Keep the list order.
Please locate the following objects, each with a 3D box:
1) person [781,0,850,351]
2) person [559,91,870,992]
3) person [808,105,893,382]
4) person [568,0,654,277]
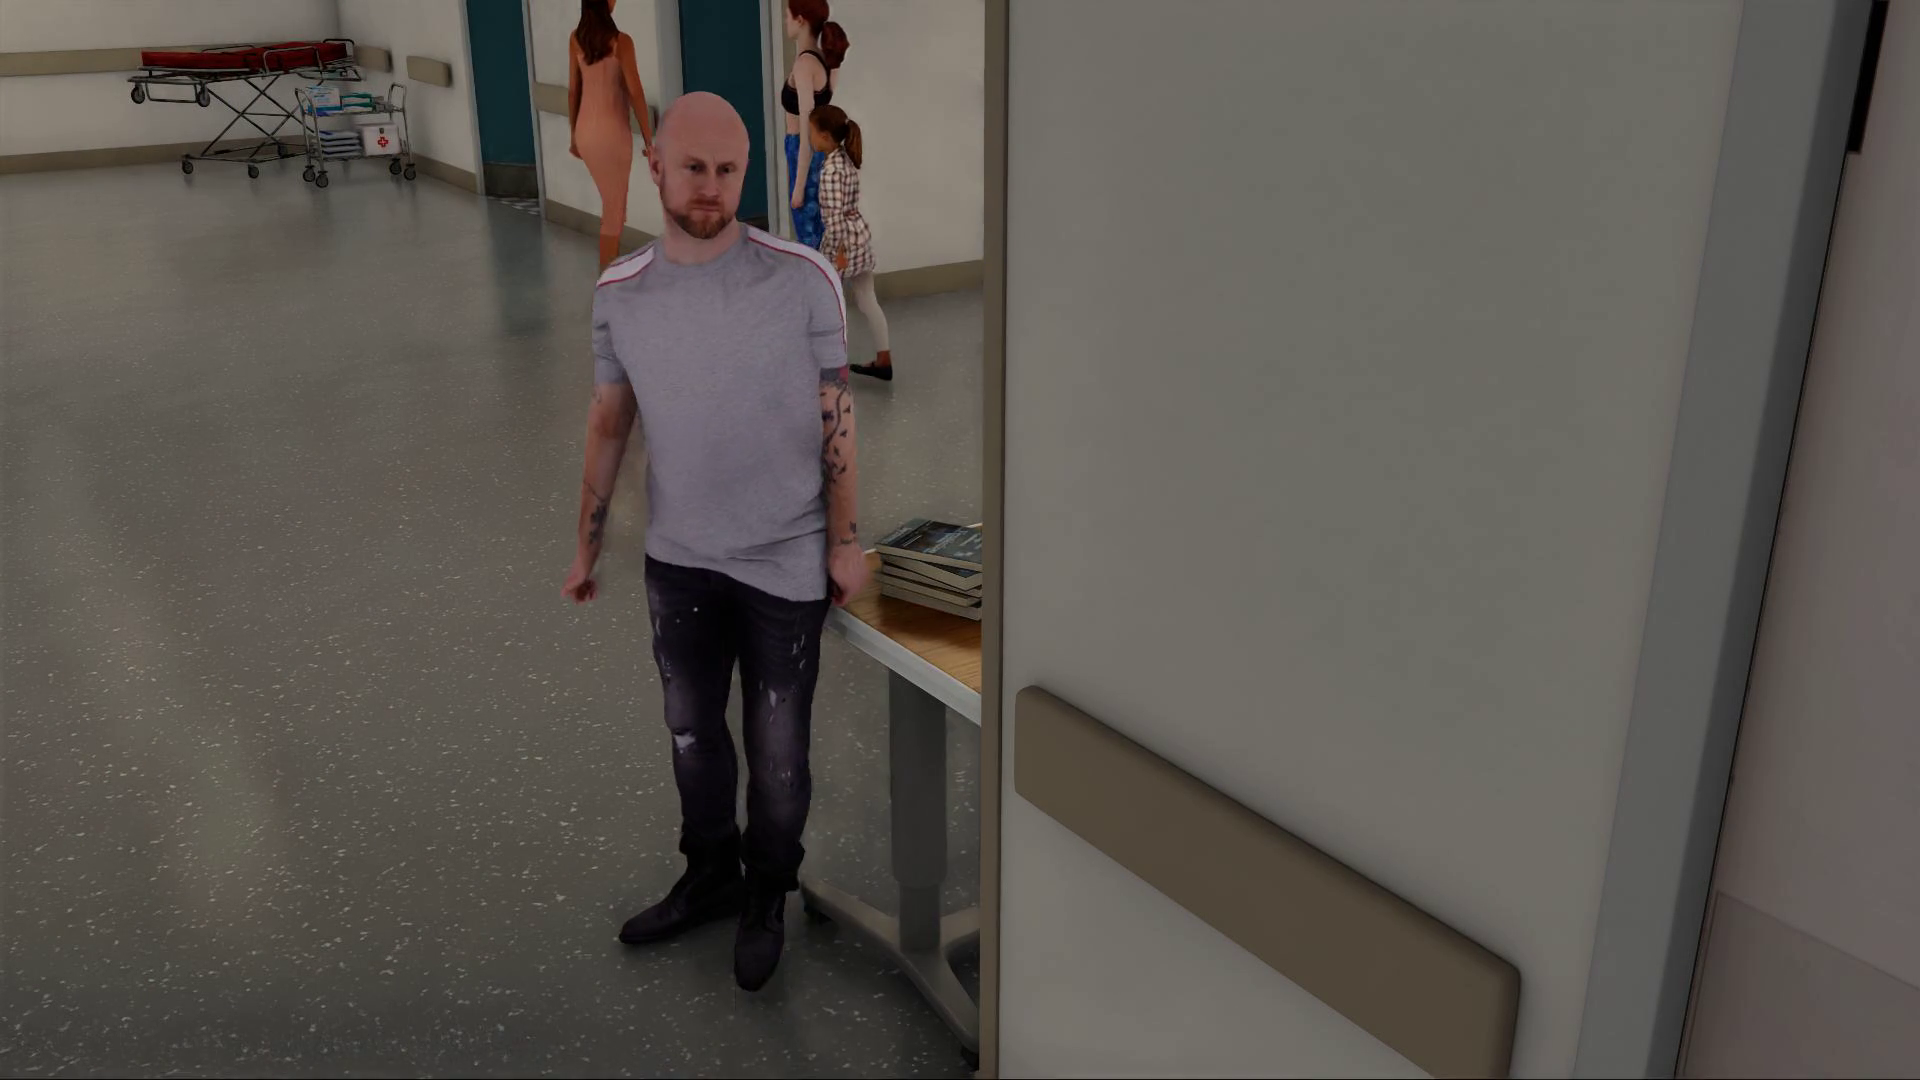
[{"bbox_3d":[-0.716,-1.732,8.051,0.739,1.785,0.688,5,21,14],"label":"person"},{"bbox_3d":[-0.409,0.011,3.397,0.784,1.822,0.916,11,24,28],"label":"person"},{"bbox_3d":[-0.491,-1.368,7.805,0.876,1.279,0.774,7,22,17],"label":"person"},{"bbox_3d":[-2.015,-2.179,9.187,0.721,1.816,0.798,10,23,25],"label":"person"}]
